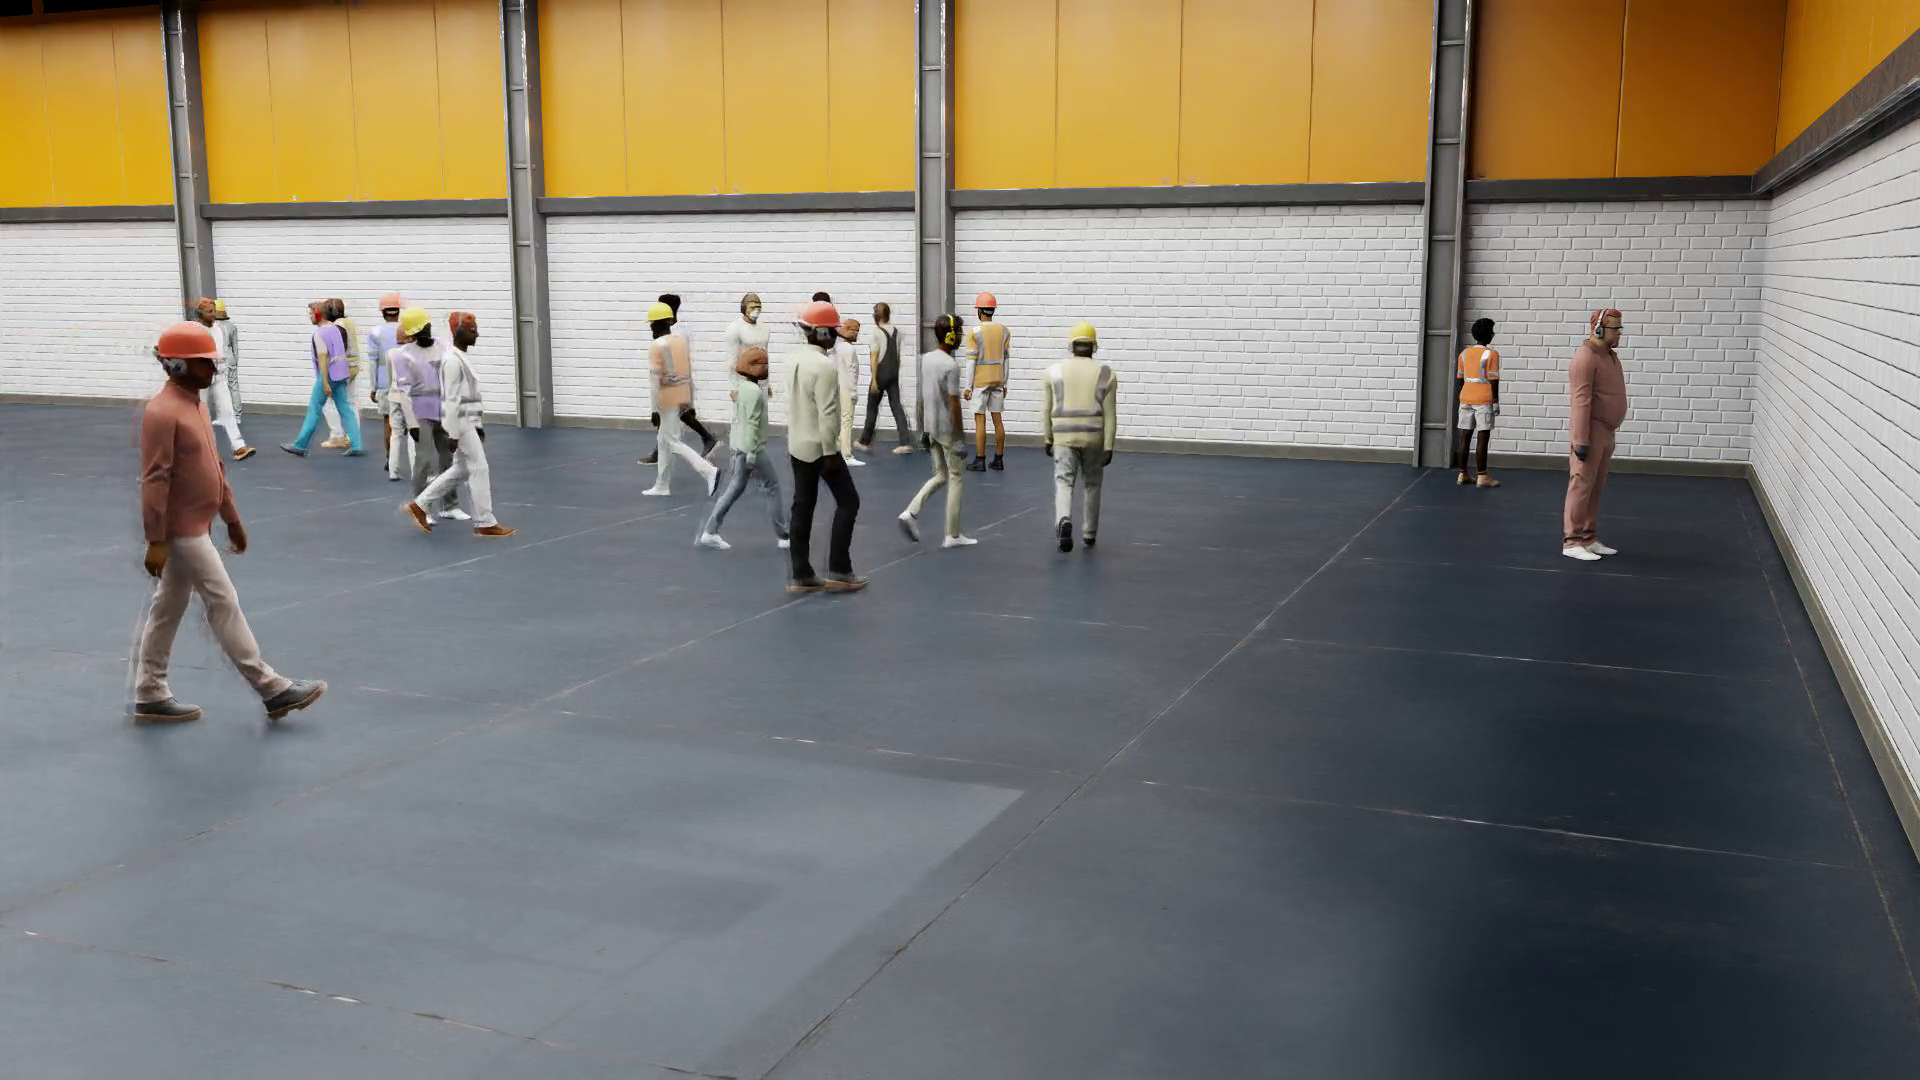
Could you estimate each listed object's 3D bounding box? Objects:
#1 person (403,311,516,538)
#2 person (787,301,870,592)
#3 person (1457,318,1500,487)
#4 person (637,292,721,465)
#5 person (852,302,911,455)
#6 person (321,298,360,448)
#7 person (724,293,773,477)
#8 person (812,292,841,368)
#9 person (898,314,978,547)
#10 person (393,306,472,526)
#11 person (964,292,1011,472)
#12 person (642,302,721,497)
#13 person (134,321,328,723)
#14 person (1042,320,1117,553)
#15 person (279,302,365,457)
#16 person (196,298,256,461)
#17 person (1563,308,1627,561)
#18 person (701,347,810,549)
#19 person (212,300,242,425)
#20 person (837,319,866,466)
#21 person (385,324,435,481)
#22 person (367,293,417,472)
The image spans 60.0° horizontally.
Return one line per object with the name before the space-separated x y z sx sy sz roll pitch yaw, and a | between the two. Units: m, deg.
person | -4.108 -0.927 13.498 0.837 1.864 0.583 -2 10 -11
person | -0.878 -0.627 11.321 0.672 1.975 0.646 -6 11 -32
person | 5.226 -1.380 16.743 0.321 1.697 0.530 -5 10 -26
person | -3.155 -1.814 18.675 0.950 1.935 0.612 -4 10 -22
person | -0.888 -1.901 19.629 0.530 1.793 0.985 -8 13 -42
person | -7.597 -2.012 20.181 0.595 1.824 0.661 -2 10 -10
person | -2.213 -1.627 17.516 0.355 1.936 0.633 6 11 34
person | -1.623 -2.009 19.919 0.451 1.914 0.604 5 10 26
person | -0.151 -0.840 13.015 0.599 1.846 0.543 -6 11 -33
person | -4.531 -1.063 14.281 0.381 1.878 0.654 7 12 36
person | 0.279 -1.705 17.988 0.549 1.937 0.358 -6 11 -31
person | -2.678 -1.319 15.822 0.854 1.890 0.594 4 10 20
person | -3.586 -0.070 8.025 0.981 1.946 0.652 -2 10 -11
person | 0.921 -0.786 12.831 0.590 1.804 0.733 1 9 6
person | -7.400 -1.847 19.270 0.967 1.797 0.578 1 9 6
person | -8.409 -1.791 18.774 0.943 1.839 0.608 6 11 30
person | 4.833 -0.797 12.611 0.399 1.903 0.647 7 12 38
person | -1.650 -0.709 13.010 0.844 1.596 0.511 -3 10 -18
person | -10.342 -2.484 23.297 0.295 1.744 0.484 7 12 36
person | -1.241 -1.647 18.550 0.288 1.633 0.499 -3 10 -17
person | -5.661 -1.402 17.080 0.551 1.634 0.320 4 10 21
person | -6.053 -1.683 17.942 0.619 1.928 0.359 -3 10 -20
